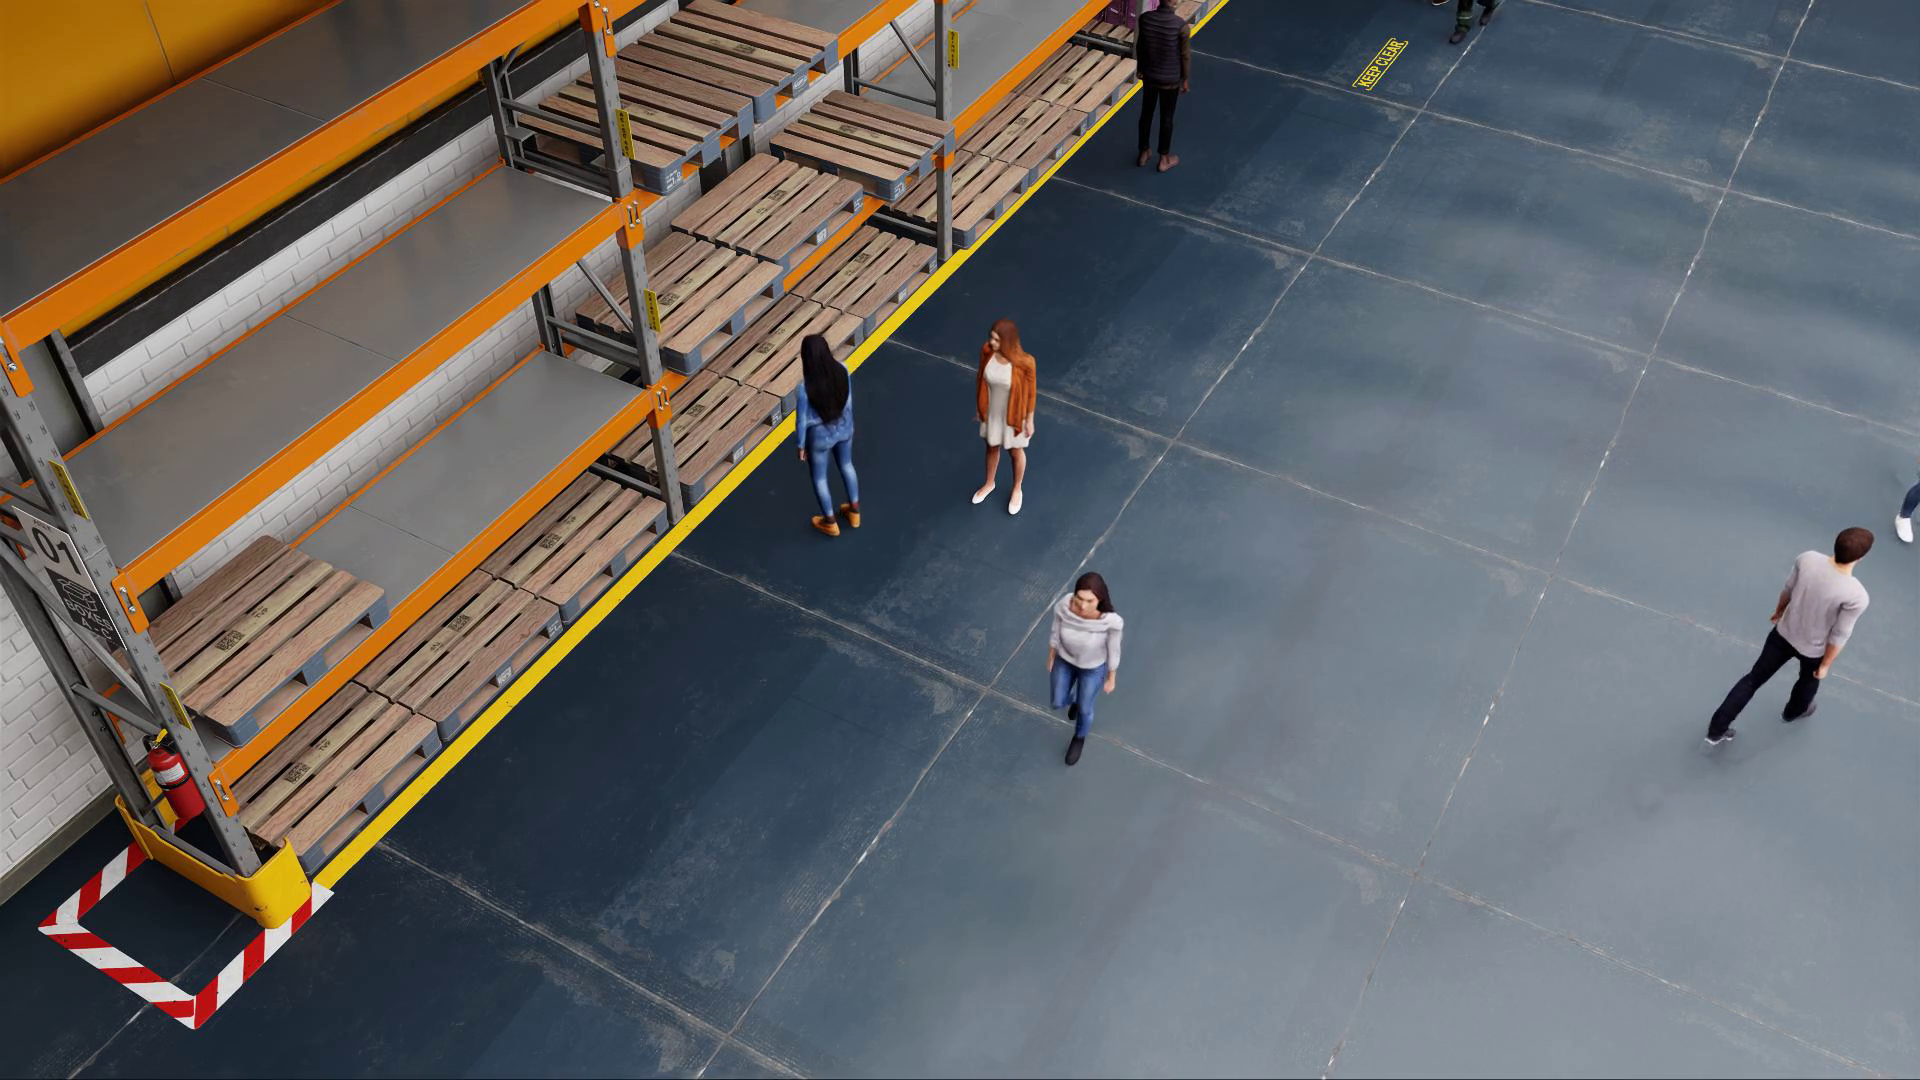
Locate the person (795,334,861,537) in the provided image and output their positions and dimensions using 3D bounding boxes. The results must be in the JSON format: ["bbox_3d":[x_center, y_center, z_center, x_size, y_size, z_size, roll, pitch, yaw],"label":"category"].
[{"bbox_3d":[-0.920,-0.731,11.843,0.625,1.700,0.759,-28,50,-26],"label":"person"}]

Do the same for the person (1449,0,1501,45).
[{"bbox_3d":[5.511,-6.154,17.405,0.750,1.880,0.953,27,50,26],"label":"person"}]

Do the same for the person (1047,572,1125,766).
[{"bbox_3d":[0.778,0.727,10.369,0.658,1.621,0.718,18,46,18],"label":"person"}]

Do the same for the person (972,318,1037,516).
[{"bbox_3d":[0.331,-0.938,12.049,0.622,1.715,0.573,19,47,19],"label":"person"}]

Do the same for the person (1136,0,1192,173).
[{"bbox_3d":[1.871,-4.319,15.510,0.700,1.837,0.578,25,49,24],"label":"person"}]

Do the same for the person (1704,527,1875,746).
[{"bbox_3d":[5.162,0.642,10.329,1.264,1.800,1.051,-22,48,-21],"label":"person"}]
